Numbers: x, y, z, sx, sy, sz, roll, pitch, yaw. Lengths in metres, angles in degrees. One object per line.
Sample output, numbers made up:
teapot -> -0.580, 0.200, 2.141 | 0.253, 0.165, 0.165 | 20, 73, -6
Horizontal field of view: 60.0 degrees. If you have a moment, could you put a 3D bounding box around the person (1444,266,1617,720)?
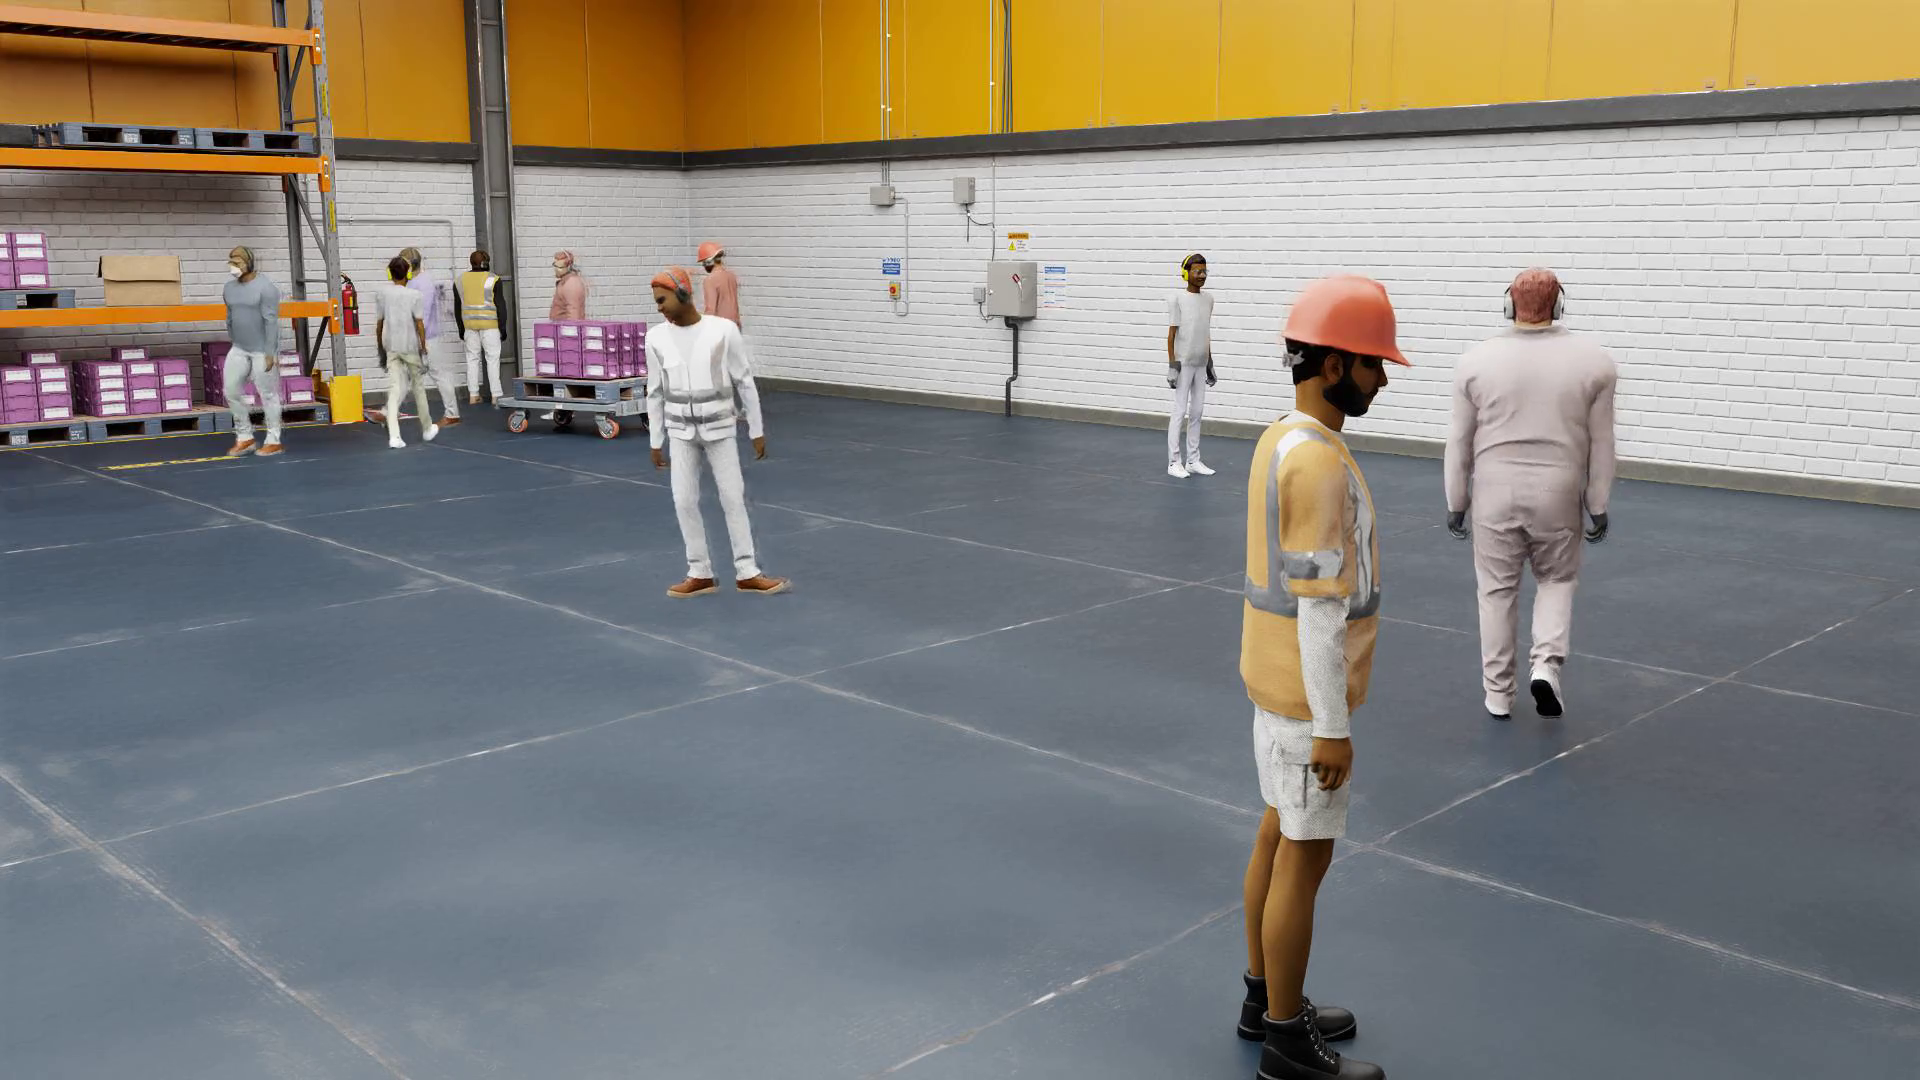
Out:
person -> 2.341, -0.176, 6.889 | 0.667, 1.895, 0.427 | 3, 11, 15

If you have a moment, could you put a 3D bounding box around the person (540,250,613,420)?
person -> -4.202, -2.240, 18.233 | 0.789, 1.867, 0.670 | -1, 10, -6

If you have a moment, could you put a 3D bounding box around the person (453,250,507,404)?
person -> -5.749, -2.556, 20.032 | 0.634, 1.839, 0.429 | 1, 10, 8

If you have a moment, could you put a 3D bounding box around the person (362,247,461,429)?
person -> -5.694, -2.076, 17.266 | 1.014, 1.884, 0.648 | -8, 13, -38

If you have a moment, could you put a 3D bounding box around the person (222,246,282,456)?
person -> -6.475, -1.699, 15.152 | 0.634, 1.919, 0.611 | 3, 11, 17

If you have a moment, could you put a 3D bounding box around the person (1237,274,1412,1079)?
person -> 0.853, 0.346, 3.953 | 0.364, 1.933, 0.543 | 0, 10, 2

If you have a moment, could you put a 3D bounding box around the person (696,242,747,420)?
person -> -2.651, -2.264, 18.153 | 0.895, 1.931, 0.741 | 4, 11, 22

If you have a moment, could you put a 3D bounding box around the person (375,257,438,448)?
person -> -5.373, -1.808, 16.066 | 0.544, 1.800, 0.982 | 0, 10, -1

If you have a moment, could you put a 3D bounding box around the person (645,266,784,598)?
person -> -1.359, -0.580, 9.236 | 0.762, 1.859, 0.375 | 1, 10, 8

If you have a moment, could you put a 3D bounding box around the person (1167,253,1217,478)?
person -> 1.958, -1.463, 13.989 | 0.532, 1.870, 0.319 | -8, 13, -36
